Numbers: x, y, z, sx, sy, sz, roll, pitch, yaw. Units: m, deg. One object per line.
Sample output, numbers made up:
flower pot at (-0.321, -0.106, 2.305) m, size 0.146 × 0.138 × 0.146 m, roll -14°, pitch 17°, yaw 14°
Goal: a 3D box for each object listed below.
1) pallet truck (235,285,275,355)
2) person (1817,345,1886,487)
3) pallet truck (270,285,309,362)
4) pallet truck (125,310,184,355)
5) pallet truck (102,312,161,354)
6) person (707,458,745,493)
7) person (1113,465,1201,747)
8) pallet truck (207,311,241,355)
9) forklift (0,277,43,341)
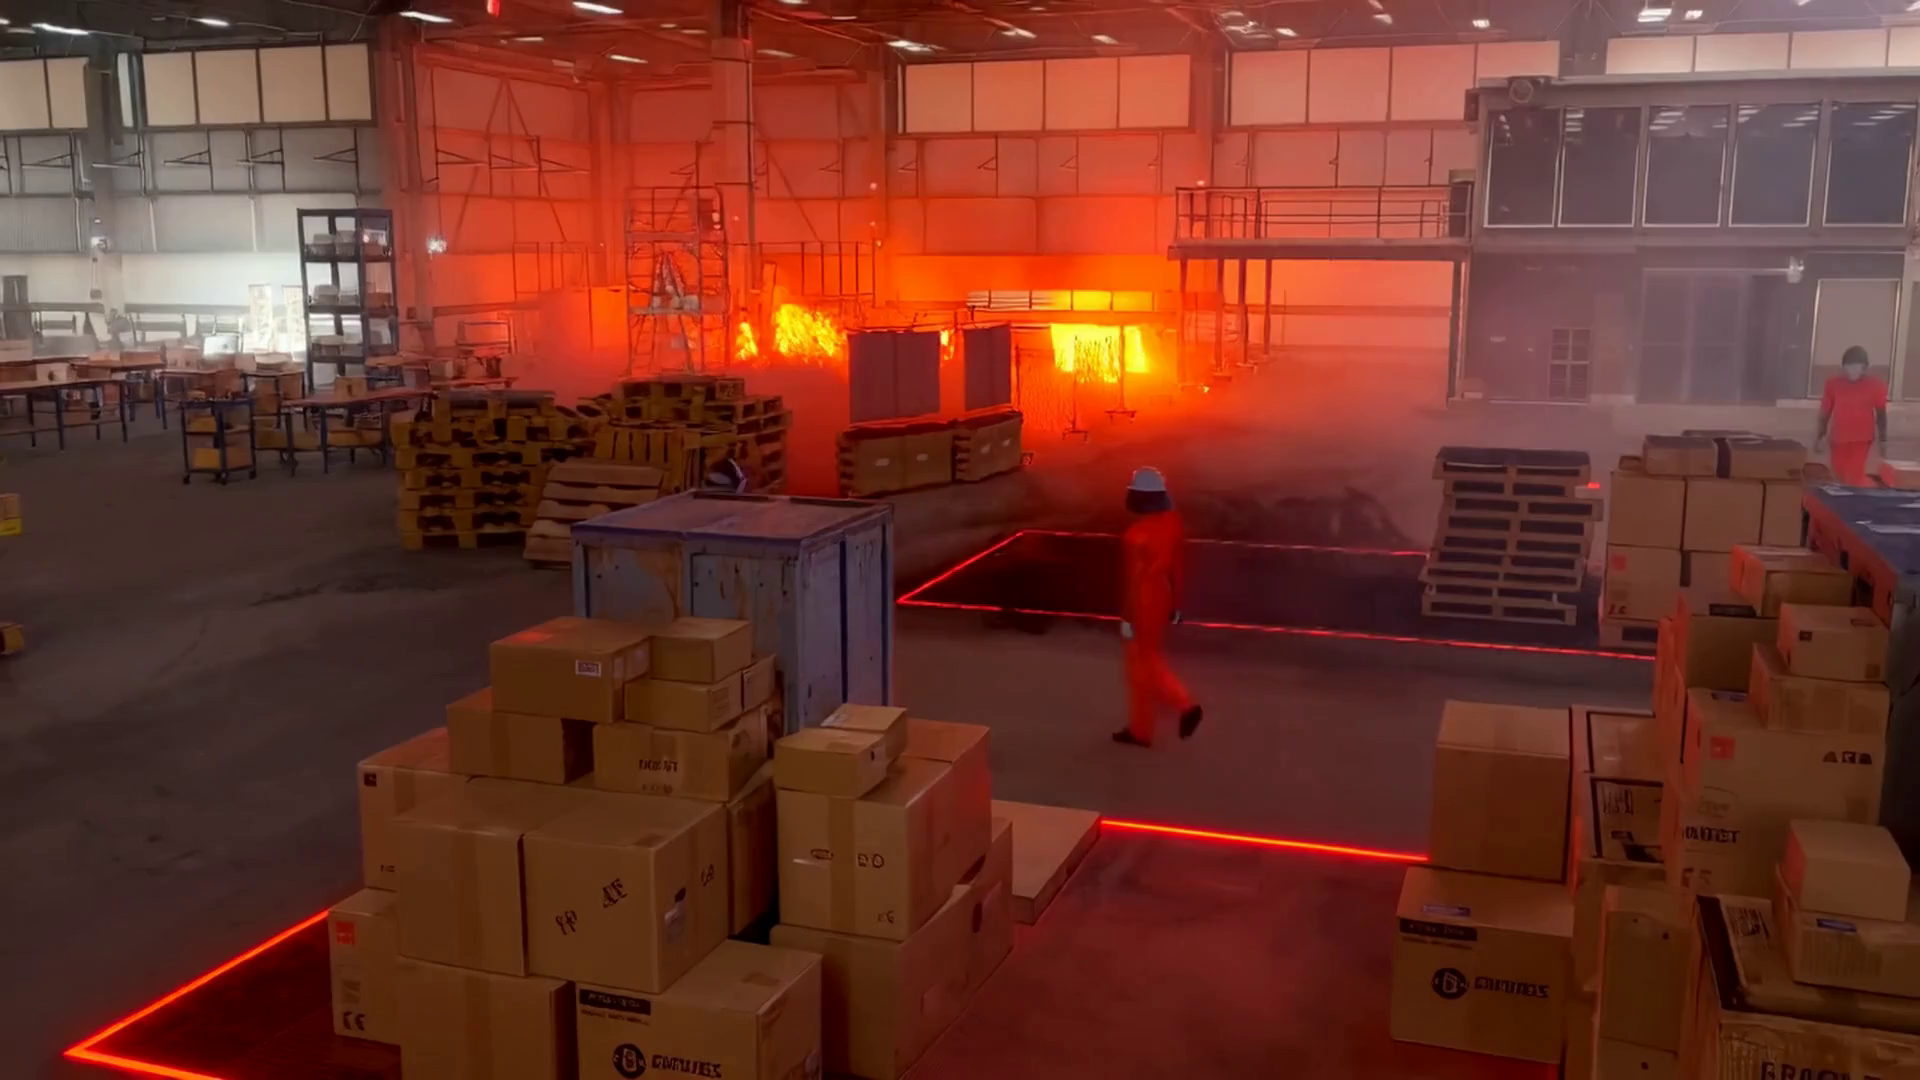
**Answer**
pallet truck at (-18.327, -5.835, 44.421) m, size 0.823 × 1.965 × 1.885 m, roll 4°, pitch 11°, yaw 23°
person at (9.609, -1.122, 17.952) m, size 0.439 × 1.991 × 0.641 m, roll -9°, pitch 14°, yaw -42°
pallet truck at (-17.147, -5.700, 43.663) m, size 0.823 × 1.965 × 1.885 m, roll 3°, pitch 11°, yaw 17°
pallet truck at (-22.038, -5.665, 45.457) m, size 0.704 × 1.261 × 1.522 m, roll 3°, pitch 11°, yaw 17°
pallet truck at (-23.057, -5.777, 46.261) m, size 0.680 × 1.201 × 1.601 m, roll 3°, pitch 11°, yaw 19°
person at (-1.372, 0.452, 9.509) m, size 0.546 × 1.821 × 0.920 m, roll 9°, pitch 13°, yaw 41°
person at (1.166, 0.414, 9.960) m, size 0.478 × 1.727 × 0.502 m, roll 9°, pitch 13°, yaw 41°
pallet truck at (-19.537, -5.575, 44.913) m, size 0.653 × 1.274 × 1.630 m, roll 3°, pitch 11°, yaw 19°
forklift at (-27.151, -6.329, 46.328) m, size 1.157 × 1.987 × 2.680 m, roll 3°, pitch 11°, yaw 17°
